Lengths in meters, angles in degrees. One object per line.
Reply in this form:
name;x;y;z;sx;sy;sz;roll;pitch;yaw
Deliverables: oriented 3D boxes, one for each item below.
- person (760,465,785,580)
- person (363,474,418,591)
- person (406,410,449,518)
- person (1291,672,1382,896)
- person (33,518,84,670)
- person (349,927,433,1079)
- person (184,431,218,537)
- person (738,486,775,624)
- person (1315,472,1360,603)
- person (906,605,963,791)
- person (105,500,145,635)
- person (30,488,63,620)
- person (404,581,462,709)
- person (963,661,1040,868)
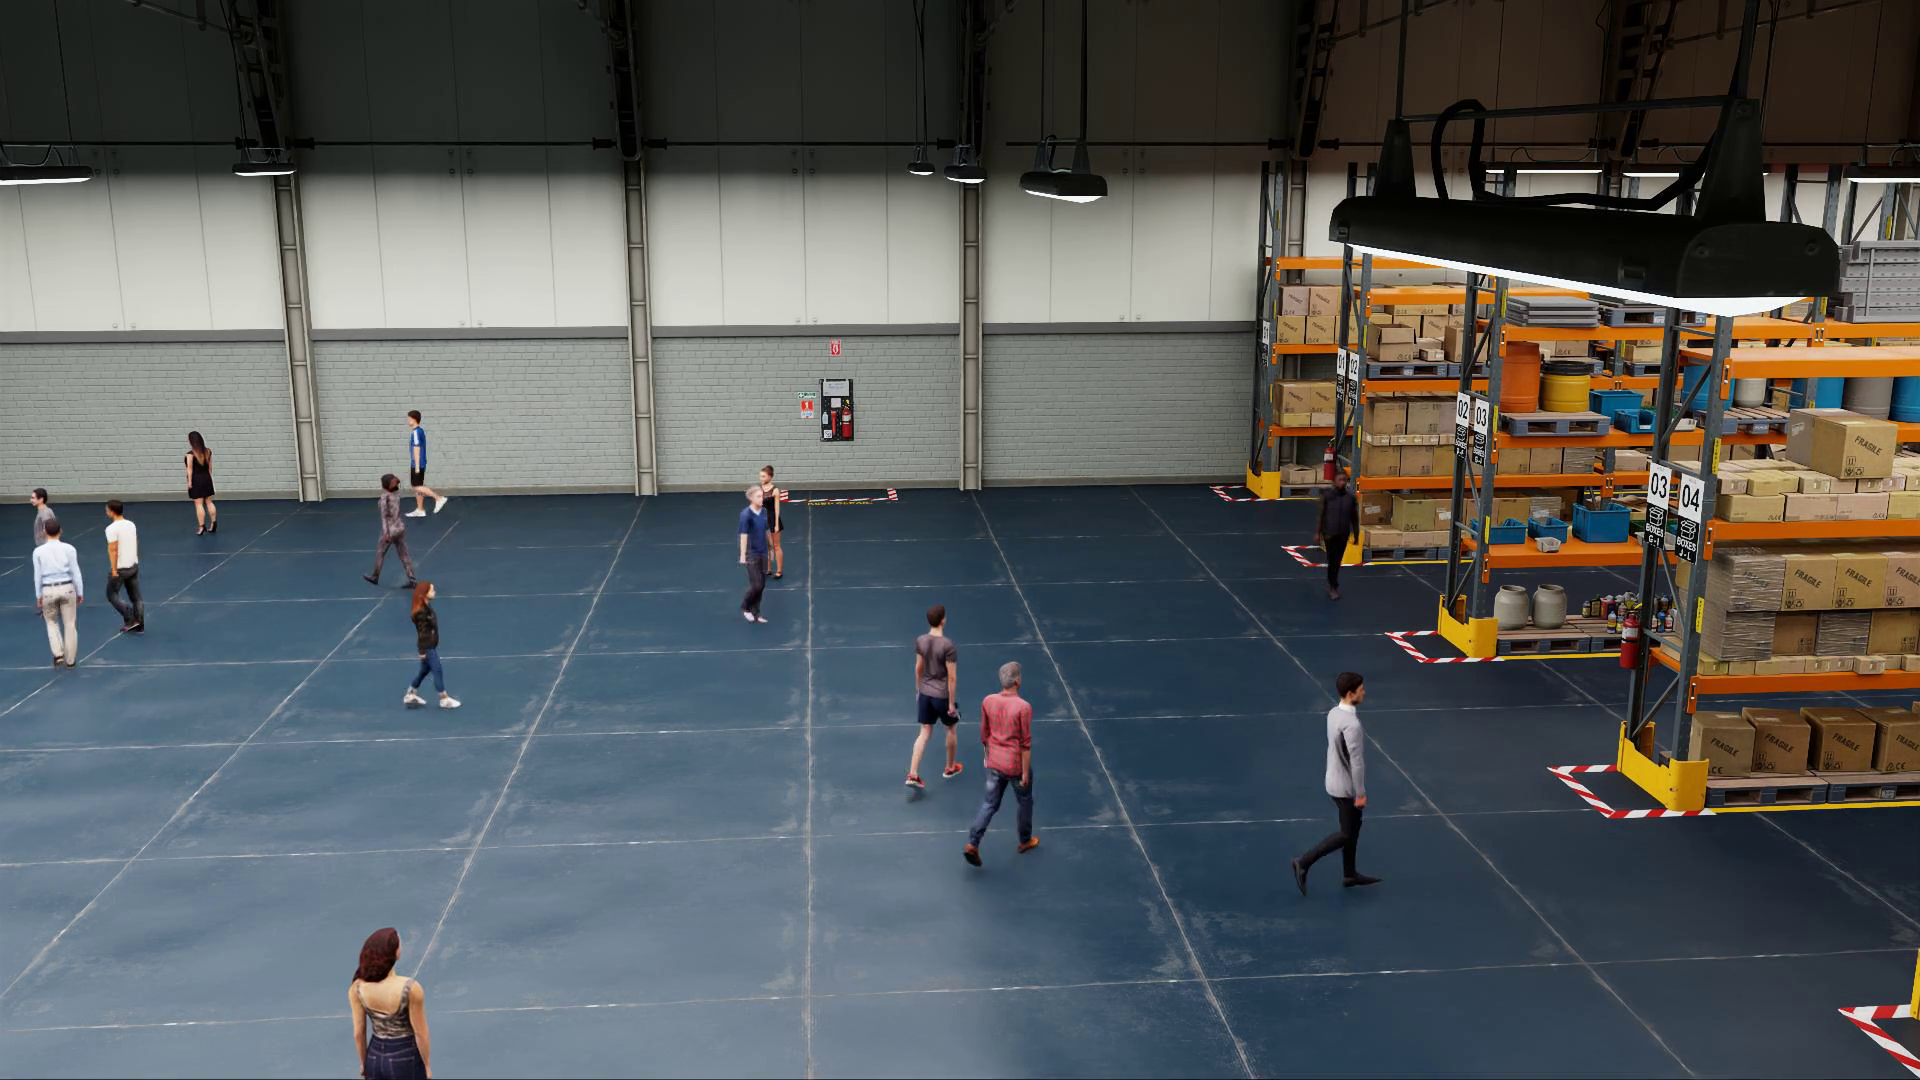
person;-2.801;-0.266;24.489;0.670;1.676;0.747;8;15;31
person;-8.002;-0.077;23.696;1.210;1.665;0.982;6;14;24
person;-9.219;-1.302;28.568;1.000;1.855;0.769;-4;14;-17
person;3.154;2.051;13.964;1.055;1.911;0.800;0;13;-1
person;-10.884;0.674;20.082;0.719;1.834;0.827;-7;15;-28
person;-3.306;3.105;9.727;0.535;1.769;0.701;1;13;5
person;-12.447;-0.931;27.282;0.747;1.712;0.733;5;14;21
person;-2.788;0.194;22.096;0.865;1.861;0.814;10;16;36
person;5.263;-0.066;23.346;0.964;1.802;0.777;-1;13;-4
person;-0.284;1.572;16.242;1.193;1.817;1.146;7;15;29
person;-10.736;0.364;21.525;0.739;1.786;0.752;3;13;13
person;-12.313;0.150;22.519;0.749;1.754;0.742;-8;15;-30
person;-6.055;1.186;18.696;0.877;1.462;0.648;-3;13;-13
person;0.357;1.985;14.506;1.232;1.795;1.226;8;15;32
